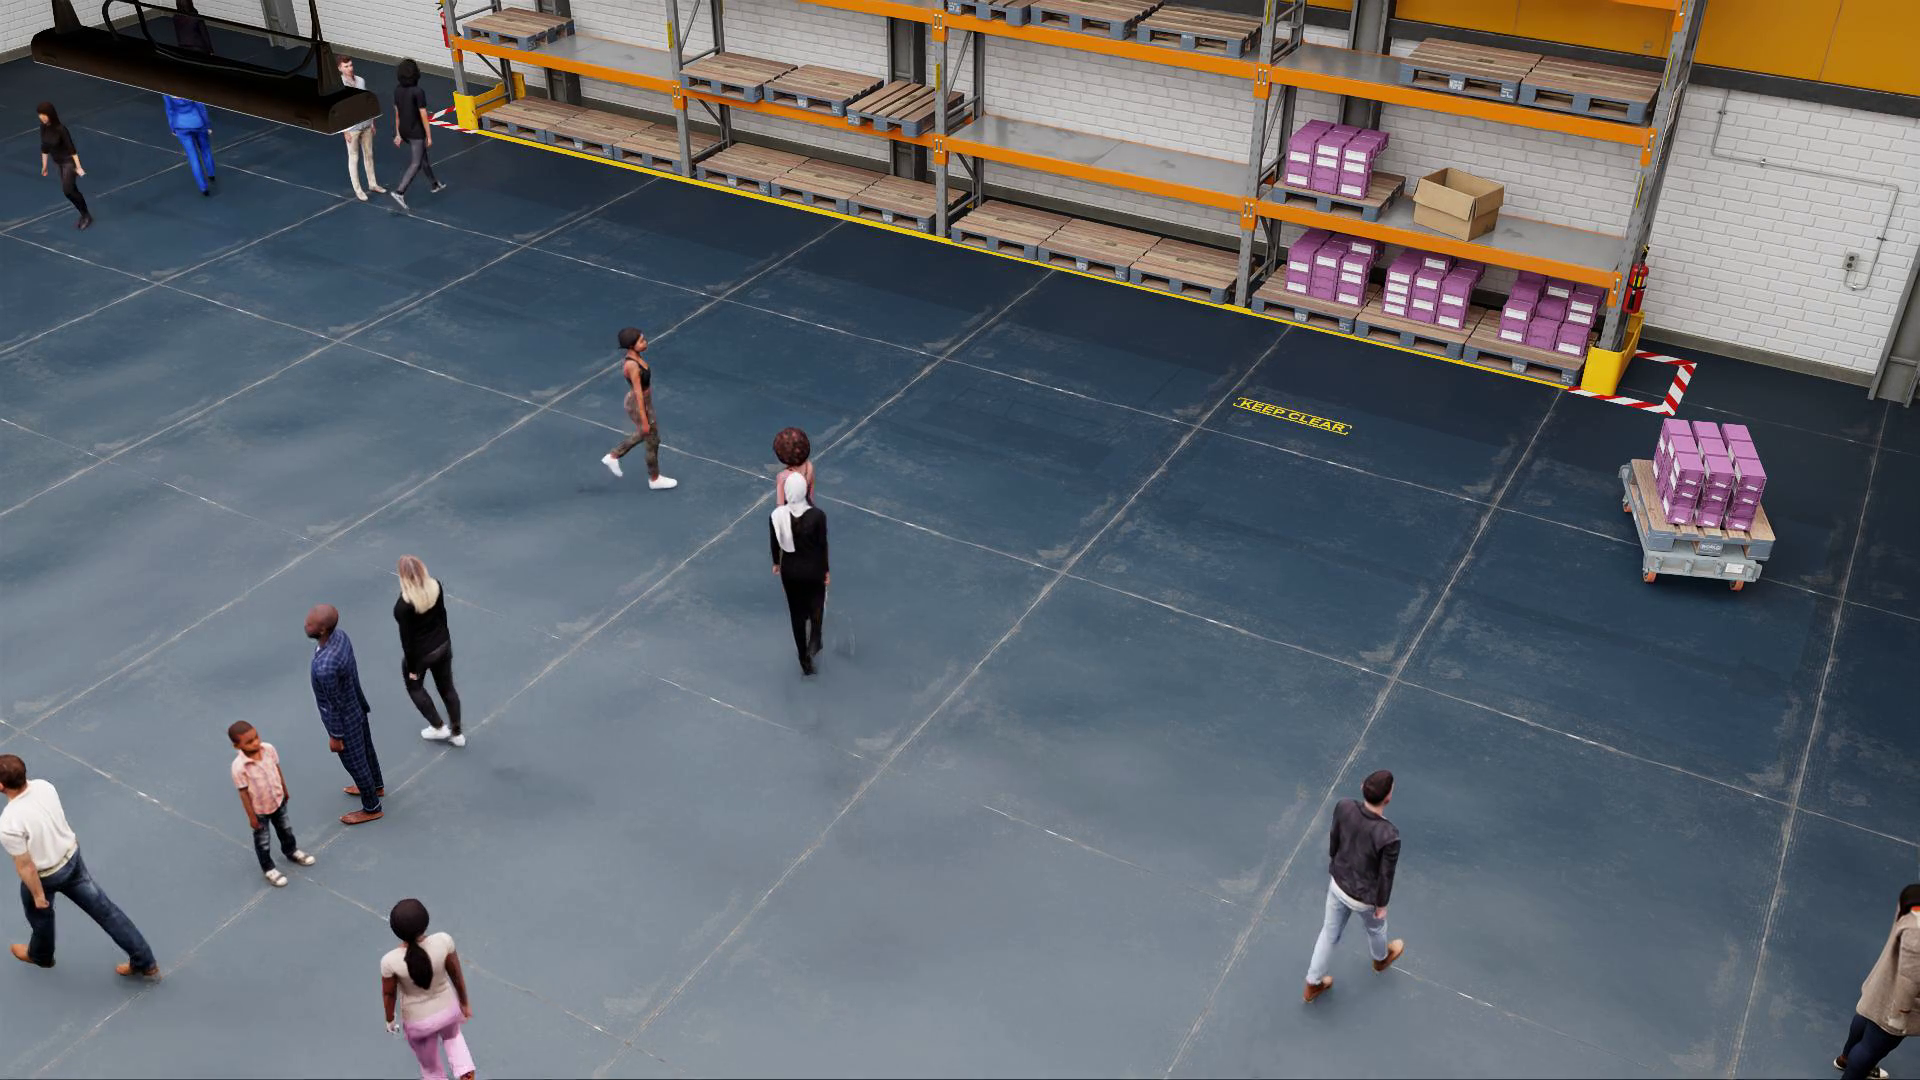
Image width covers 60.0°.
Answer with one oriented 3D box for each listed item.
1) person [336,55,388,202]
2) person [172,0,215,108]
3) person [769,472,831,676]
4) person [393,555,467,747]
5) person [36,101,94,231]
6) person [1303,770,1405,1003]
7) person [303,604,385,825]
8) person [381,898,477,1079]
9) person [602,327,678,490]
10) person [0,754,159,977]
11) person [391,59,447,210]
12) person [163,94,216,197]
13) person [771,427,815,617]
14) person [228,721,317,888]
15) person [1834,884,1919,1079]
[{"bbox_3d":[-7.793,-5.354,21.483,0.575,1.847,0.662,22,39,29],"label":"person"},{"bbox_3d":[-11.253,-7.201,24.467,0.723,1.619,0.815,0,34,0],"label":"person"},{"bbox_3d":[-1.233,0.325,13.012,0.758,1.765,0.826,-1,34,-1],"label":"person"},{"bbox_3d":[-3.855,0.866,12.283,0.580,1.673,0.625,18,37,24],"label":"person"},{"bbox_3d":[-11.057,-4.689,20.684,0.546,1.624,0.672,15,36,21],"label":"person"},{"bbox_3d":[2.383,2.171,10.202,0.965,1.802,1.070,-25,41,-32],"label":"person"},{"bbox_3d":[-4.315,1.192,11.662,0.810,1.817,0.764,-6,34,-9],"label":"person"},{"bbox_3d":[-2.954,2.746,9.400,0.739,1.732,0.804,-22,40,-30],"label":"person"},{"bbox_3d":[-3.028,-1.191,15.365,0.996,1.687,0.887,-4,34,-6],"label":"person"},{"bbox_3d":[-5.531,2.080,10.338,1.347,1.803,0.961,6,34,9],"label":"person"},{"bbox_3d":[-7.061,-5.144,21.246,1.161,1.760,0.752,17,37,24],"label":"person"},{"bbox_3d":[-9.938,-5.272,21.516,0.957,1.673,1.087,-15,37,-21],"label":"person"},{"bbox_3d":[-1.286,-0.082,13.615,0.732,1.776,0.655,28,43,36],"label":"person"},{"bbox_3d":[-4.725,1.751,11.282,0.470,1.307,0.496,18,38,25],"label":"person"},{"bbox_3d":[5.416,2.531,9.581,0.629,1.890,0.661,18,37,24],"label":"person"}]
